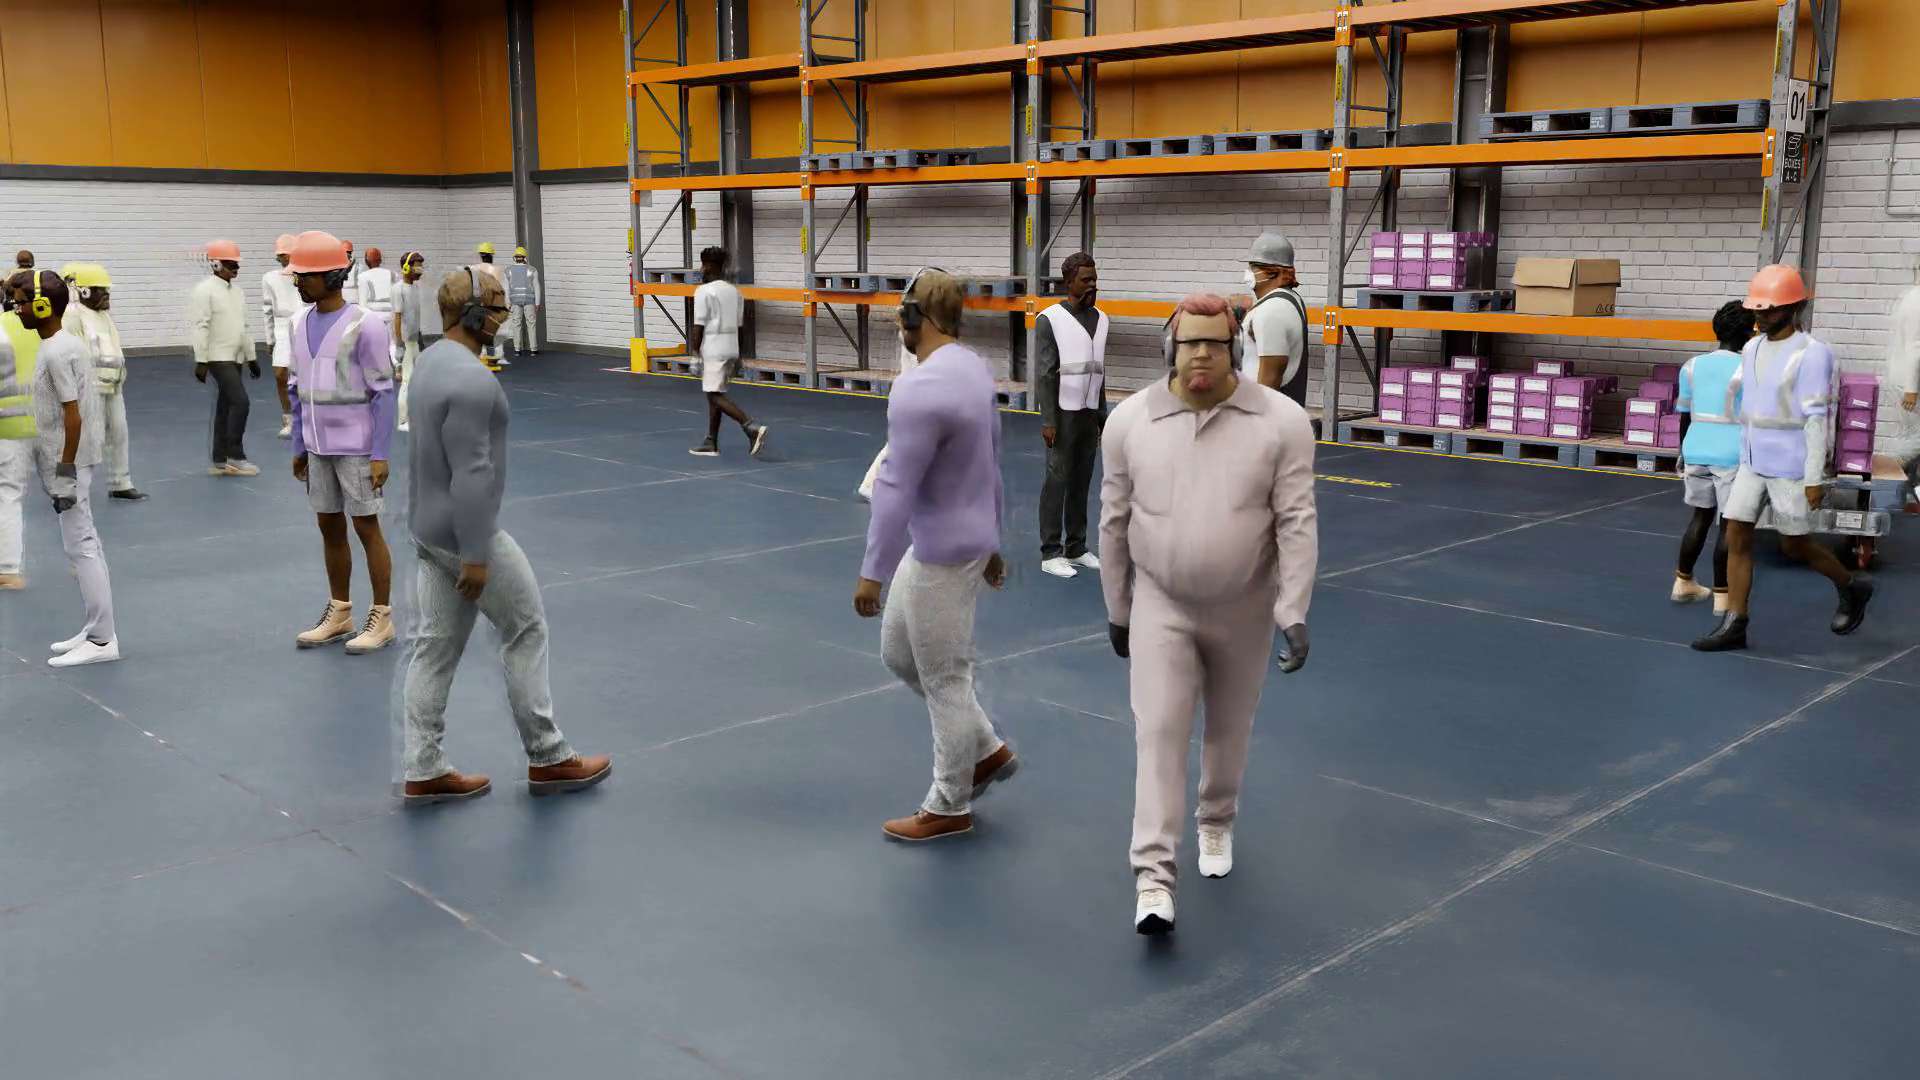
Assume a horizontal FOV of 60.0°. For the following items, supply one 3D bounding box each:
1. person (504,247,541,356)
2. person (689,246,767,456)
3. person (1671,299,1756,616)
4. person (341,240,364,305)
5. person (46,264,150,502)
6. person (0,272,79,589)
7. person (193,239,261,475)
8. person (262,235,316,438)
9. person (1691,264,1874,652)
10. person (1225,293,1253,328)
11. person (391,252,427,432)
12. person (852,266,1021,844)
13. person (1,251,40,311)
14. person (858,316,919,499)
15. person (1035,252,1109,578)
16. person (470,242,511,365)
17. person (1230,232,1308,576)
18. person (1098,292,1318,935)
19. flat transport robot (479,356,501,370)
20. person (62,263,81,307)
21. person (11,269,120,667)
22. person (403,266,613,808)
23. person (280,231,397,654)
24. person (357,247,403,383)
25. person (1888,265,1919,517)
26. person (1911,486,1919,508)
[{"bbox_3d":[-7.323,-3.995,27.904,0.588,1.830,0.404,0,10,-3],"label":"person"},{"bbox_3d":[-2.127,-1.692,15.077,0.834,1.932,0.604,5,12,26],"label":"person"},{"bbox_3d":[4.093,-0.433,8.879,0.418,1.687,0.544,-4,11,-21],"label":"person"},{"bbox_3d":[-9.938,-3.890,27.040,0.545,1.938,0.361,-3,11,-16],"label":"person"},{"bbox_3d":[-6.561,-1.166,12.522,0.651,1.813,0.600,1,10,4],"label":"person"},{"bbox_3d":[-5.362,-0.619,9.570,0.476,1.821,0.681,7,12,33],"label":"person"},{"bbox_3d":[-6.089,-1.519,13.973,0.659,1.974,0.632,1,10,5],"label":"person"},{"bbox_3d":[-6.622,-2.005,16.523,0.633,2.018,0.741,-1,10,-6],"label":"person"},{"bbox_3d":[4.058,-0.385,8.065,0.881,1.901,0.555,-3,11,-15],"label":"person"},{"bbox_3d":[1.874,-0.944,11.853,0.636,1.622,0.525,-1,10,-7],"label":"person"},{"bbox_3d":[-5.685,-2.025,17.134,0.425,1.839,0.548,1,10,5],"label":"person"},{"bbox_3d":[-0.102,0.063,5.543,0.490,1.923,0.605,1,10,4],"label":"person"},{"bbox_3d":[-12.879,-3.097,23.078,0.659,1.798,0.919,-3,11,-17],"label":"person"},{"bbox_3d":[-0.366,-1.065,12.575,0.853,1.592,0.500,0,10,2],"label":"person"},{"bbox_3d":[0.679,-0.752,9.978,0.391,1.920,0.587,9,14,42],"label":"person"},{"bbox_3d":[-7.201,-3.607,25.566,0.623,1.903,0.682,4,11,22],"label":"person"},{"bbox_3d":[1.749,-0.770,9.743,0.538,2.000,0.688,4,11,19],"label":"person"},{"bbox_3d":[0.720,0.207,4.936,0.647,1.850,1.023,2,11,8],"label":"person"},{"bbox_3d":[-7.419,-2.651,24.827,0.652,0.197,1.431,-7,13,-35],"label":"flat transport robot"},{"bbox_3d":[-9.679,-2.190,18.355,0.521,1.726,0.901,-8,13,-37],"label":"person"},{"bbox_3d":[-4.222,-0.334,7.857,0.309,1.861,0.535,-5,11,-24],"label":"person"},{"bbox_3d":[-1.658,-0.012,5.967,0.861,1.905,0.647,-7,12,-33],"label":"person"},{"bbox_3d":[-3.016,-0.459,8.047,0.611,2.040,0.393,5,12,27],"label":"person"},{"bbox_3d":[-7.712,-2.966,22.178,0.579,1.864,0.636,-9,14,-42],"label":"person"},{"bbox_3d":[6.862,-1.106,11.892,0.443,1.922,0.646,7,12,32],"label":"person"},{"bbox_3d":[6.733,-0.943,11.106,0.653,1.884,0.863,-2,11,-9],"label":"person"}]
